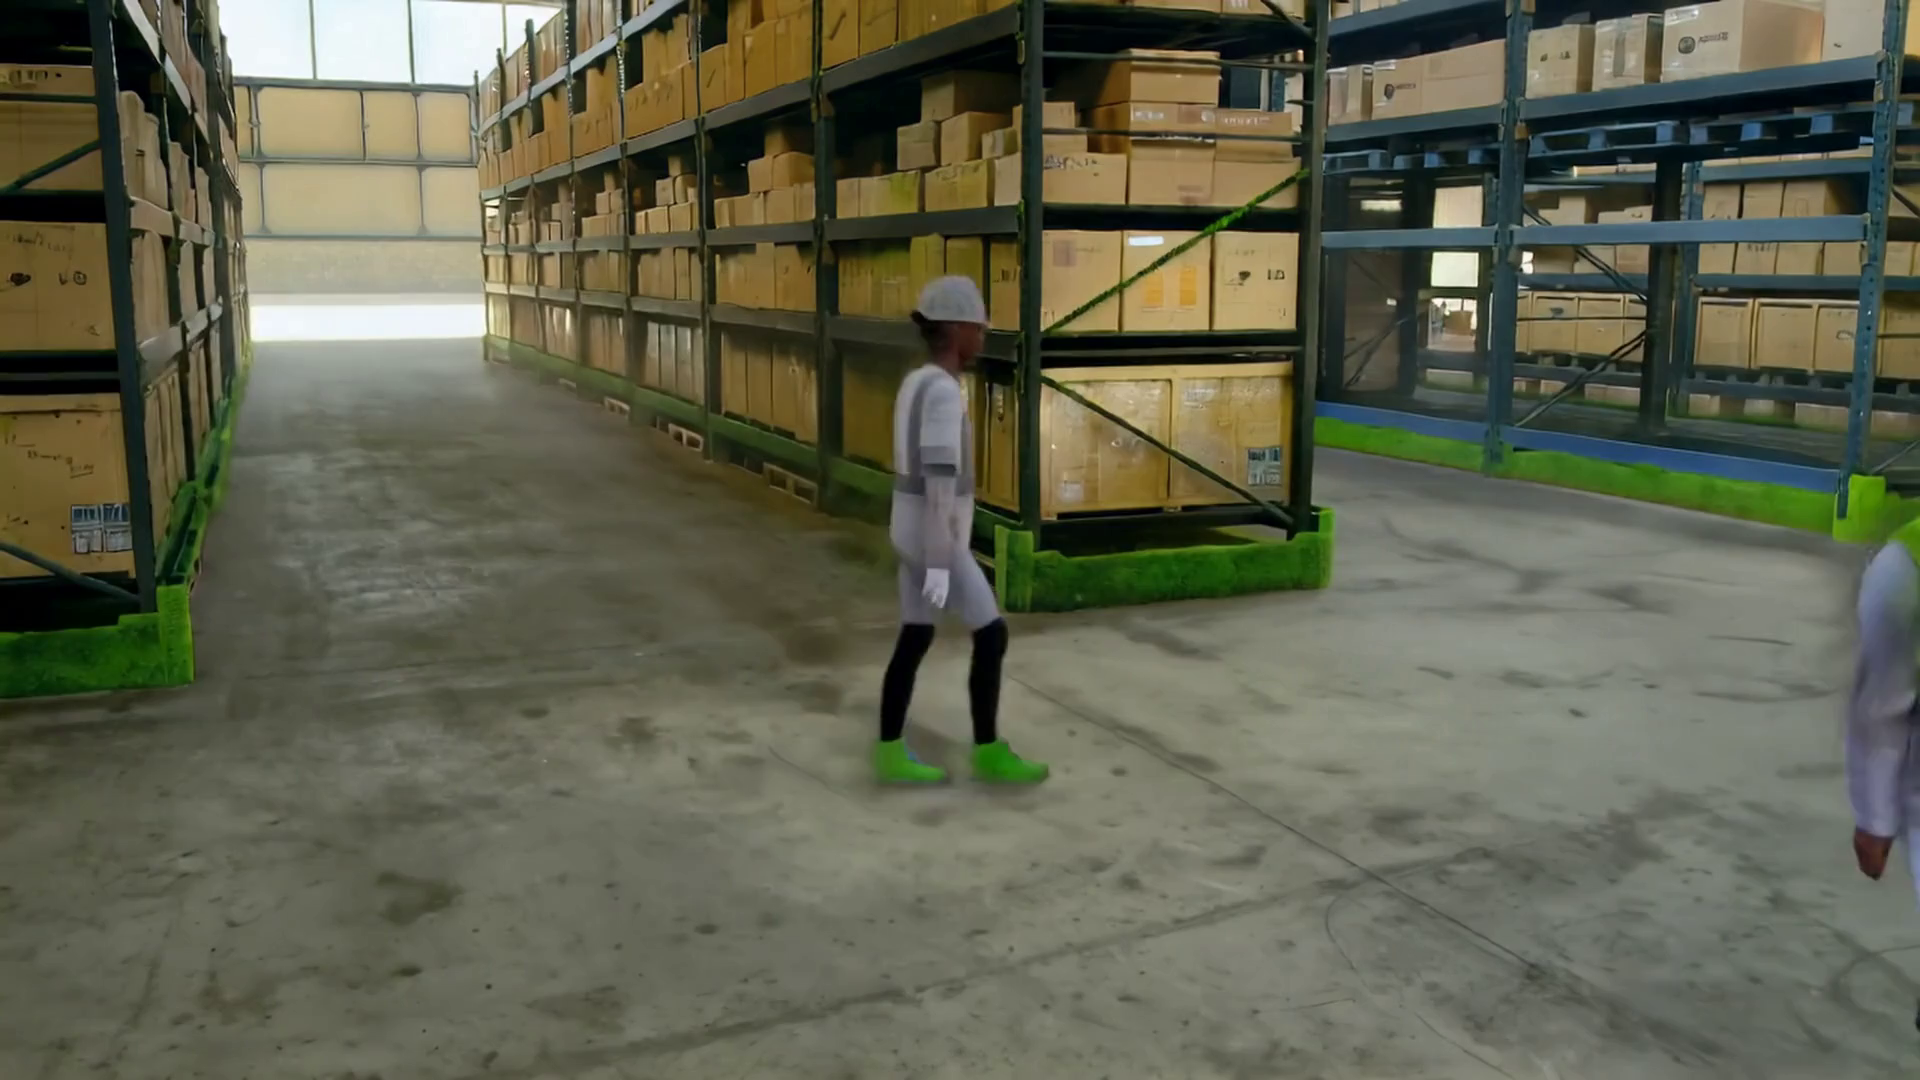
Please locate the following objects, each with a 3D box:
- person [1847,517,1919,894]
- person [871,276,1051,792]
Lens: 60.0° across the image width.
[{"bbox_3d":[2.229,0.605,3.426,0.640,1.818,0.733,0,9,0],"label":"person"},{"bbox_3d":[0.028,-0.001,6.458,0.847,2.011,0.648,-2,10,-13],"label":"person"}]
